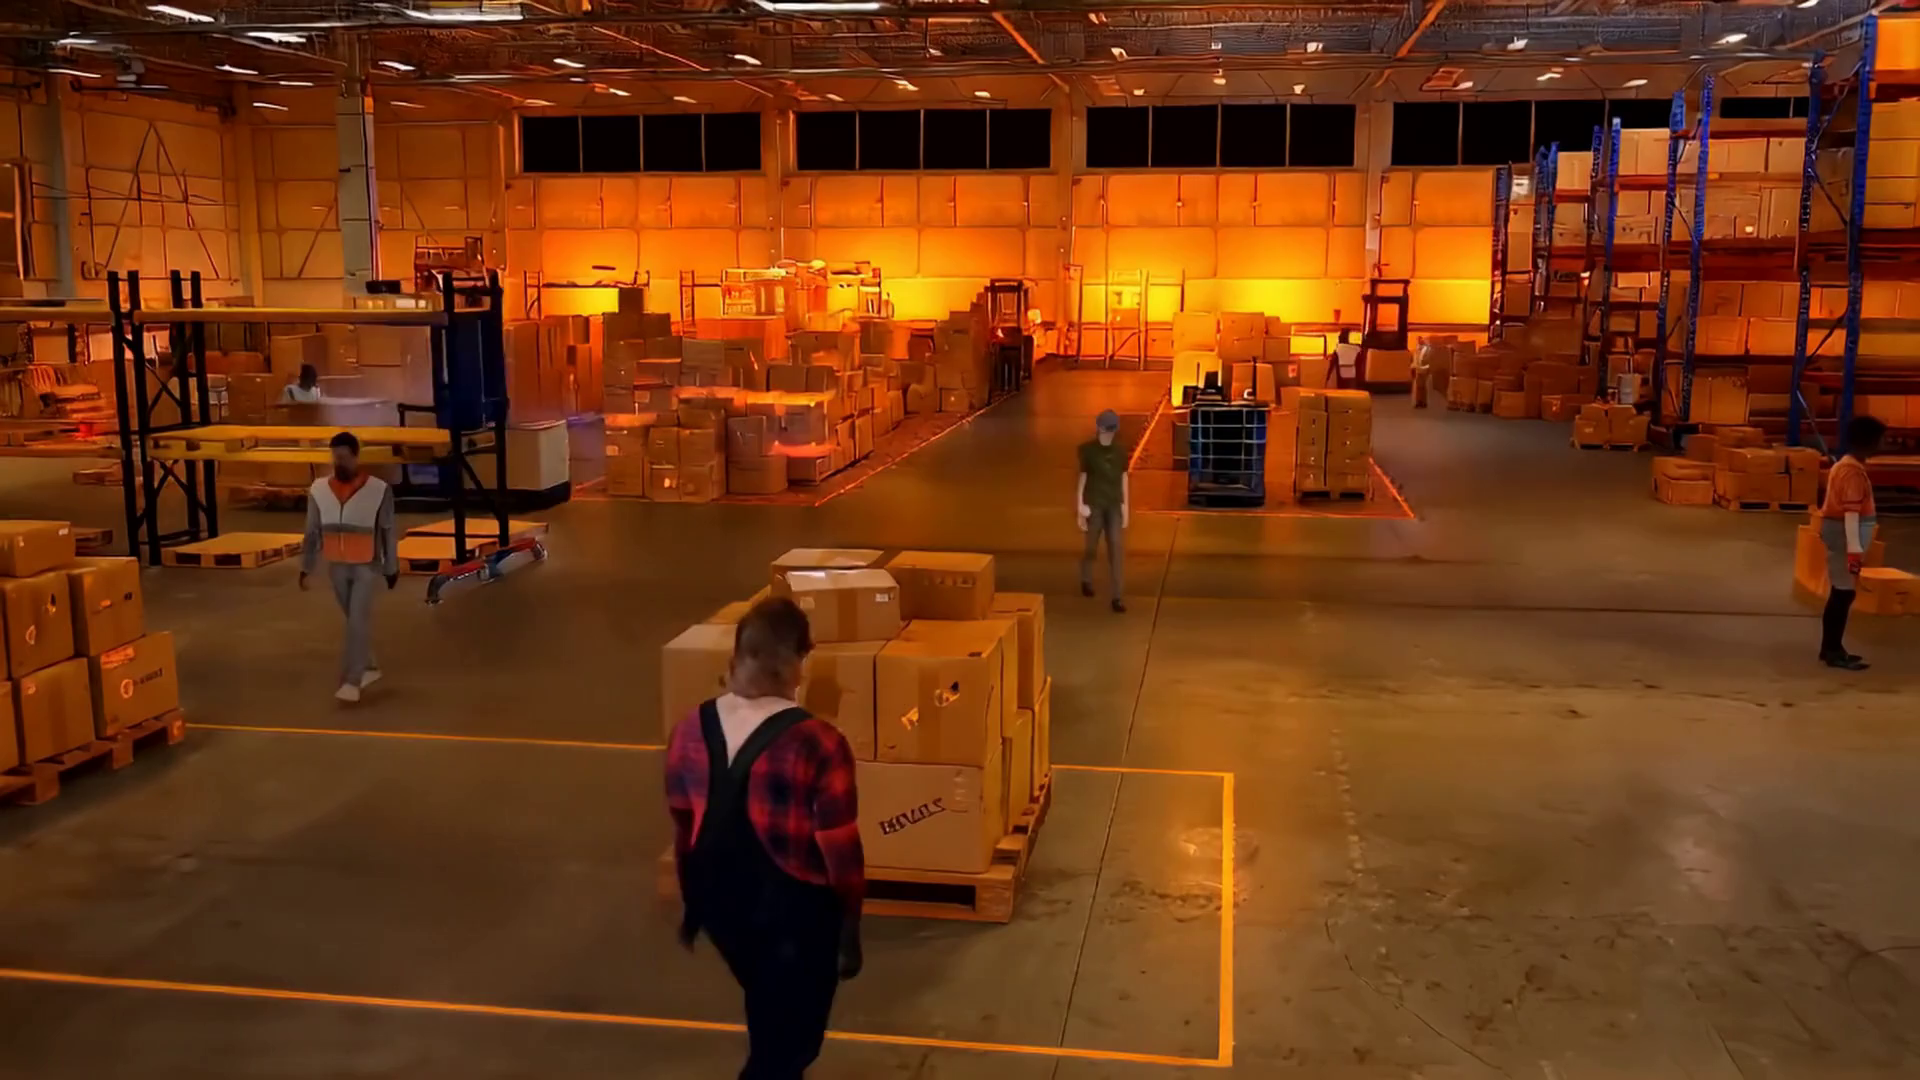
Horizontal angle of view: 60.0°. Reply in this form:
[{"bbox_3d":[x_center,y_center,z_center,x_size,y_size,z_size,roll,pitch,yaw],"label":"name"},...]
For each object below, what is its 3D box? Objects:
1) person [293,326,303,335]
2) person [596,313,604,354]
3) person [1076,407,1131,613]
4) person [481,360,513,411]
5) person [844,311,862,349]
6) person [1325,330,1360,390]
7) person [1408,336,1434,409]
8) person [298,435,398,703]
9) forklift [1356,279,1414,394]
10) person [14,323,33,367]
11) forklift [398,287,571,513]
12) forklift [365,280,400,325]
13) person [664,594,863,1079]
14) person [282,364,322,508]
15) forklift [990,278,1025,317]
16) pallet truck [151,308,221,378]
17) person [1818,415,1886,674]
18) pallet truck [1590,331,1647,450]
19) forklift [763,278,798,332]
[{"bbox_3d":[-17.095,-4.760,43.176,0.522,1.616,0.608,-5,10,-26],"label":"person"},{"bbox_3d":[-9.565,-5.033,43.956,0.469,1.904,0.662,-4,10,-26],"label":"person"},{"bbox_3d":[1.291,-0.307,15.092,0.532,1.825,0.939,-2,9,-11],"label":"person"},{"bbox_3d":[-7.497,-2.267,26.849,0.643,1.919,0.433,2,9,12],"label":"person"},{"bbox_3d":[-2.927,-5.248,45.179,0.542,1.939,0.365,-6,11,-32],"label":"person"},{"bbox_3d":[7.470,-3.183,32.657,0.603,1.862,1.013,-5,10,-28],"label":"person"},{"bbox_3d":[9.980,-3.638,36.234,0.766,1.604,0.548,-5,11,-29],"label":"person"},{"bbox_3d":[-4.351,0.201,11.789,0.599,1.870,0.993,1,9,6],"label":"person"},{"bbox_3d":[10.571,-5.061,41.125,1.129,2.768,1.873,0,9,3],"label":"forklift"},{"bbox_3d":[-19.497,-3.554,34.733,0.358,1.936,0.552,-2,9,-14],"label":"person"},{"bbox_3d":[-6.026,-1.798,21.003,1.873,2.768,1.129,1,9,9],"label":"forklift"},{"bbox_3d":[-12.326,-4.179,35.686,1.873,2.768,1.129,1,9,9],"label":"forklift"},{"bbox_3d":[-0.643,1.161,5.334,0.694,2.000,0.904,6,11,32],"label":"person"},{"bbox_3d":[-8.371,-1.323,21.296,0.646,1.849,0.586,7,12,37],"label":"person"},{"bbox_3d":[1.318,-5.923,46.445,1.129,2.768,1.873,1,9,9],"label":"forklift"},{"bbox_3d":[-21.869,-5.598,47.154,0.823,1.965,1.885,4,10,26],"label":"pallet truck"},{"bbox_3d":[6.744,0.028,12.608,0.392,1.954,0.604,4,10,22],"label":"person"},{"bbox_3d":[11.253,-2.573,28.499,0.823,1.965,1.885,5,10,27],"label":"pallet truck"},{"bbox_3d":[-4.760,-5.575,44.295,1.873,2.768,1.129,8,12,42],"label":"forklift"}]
